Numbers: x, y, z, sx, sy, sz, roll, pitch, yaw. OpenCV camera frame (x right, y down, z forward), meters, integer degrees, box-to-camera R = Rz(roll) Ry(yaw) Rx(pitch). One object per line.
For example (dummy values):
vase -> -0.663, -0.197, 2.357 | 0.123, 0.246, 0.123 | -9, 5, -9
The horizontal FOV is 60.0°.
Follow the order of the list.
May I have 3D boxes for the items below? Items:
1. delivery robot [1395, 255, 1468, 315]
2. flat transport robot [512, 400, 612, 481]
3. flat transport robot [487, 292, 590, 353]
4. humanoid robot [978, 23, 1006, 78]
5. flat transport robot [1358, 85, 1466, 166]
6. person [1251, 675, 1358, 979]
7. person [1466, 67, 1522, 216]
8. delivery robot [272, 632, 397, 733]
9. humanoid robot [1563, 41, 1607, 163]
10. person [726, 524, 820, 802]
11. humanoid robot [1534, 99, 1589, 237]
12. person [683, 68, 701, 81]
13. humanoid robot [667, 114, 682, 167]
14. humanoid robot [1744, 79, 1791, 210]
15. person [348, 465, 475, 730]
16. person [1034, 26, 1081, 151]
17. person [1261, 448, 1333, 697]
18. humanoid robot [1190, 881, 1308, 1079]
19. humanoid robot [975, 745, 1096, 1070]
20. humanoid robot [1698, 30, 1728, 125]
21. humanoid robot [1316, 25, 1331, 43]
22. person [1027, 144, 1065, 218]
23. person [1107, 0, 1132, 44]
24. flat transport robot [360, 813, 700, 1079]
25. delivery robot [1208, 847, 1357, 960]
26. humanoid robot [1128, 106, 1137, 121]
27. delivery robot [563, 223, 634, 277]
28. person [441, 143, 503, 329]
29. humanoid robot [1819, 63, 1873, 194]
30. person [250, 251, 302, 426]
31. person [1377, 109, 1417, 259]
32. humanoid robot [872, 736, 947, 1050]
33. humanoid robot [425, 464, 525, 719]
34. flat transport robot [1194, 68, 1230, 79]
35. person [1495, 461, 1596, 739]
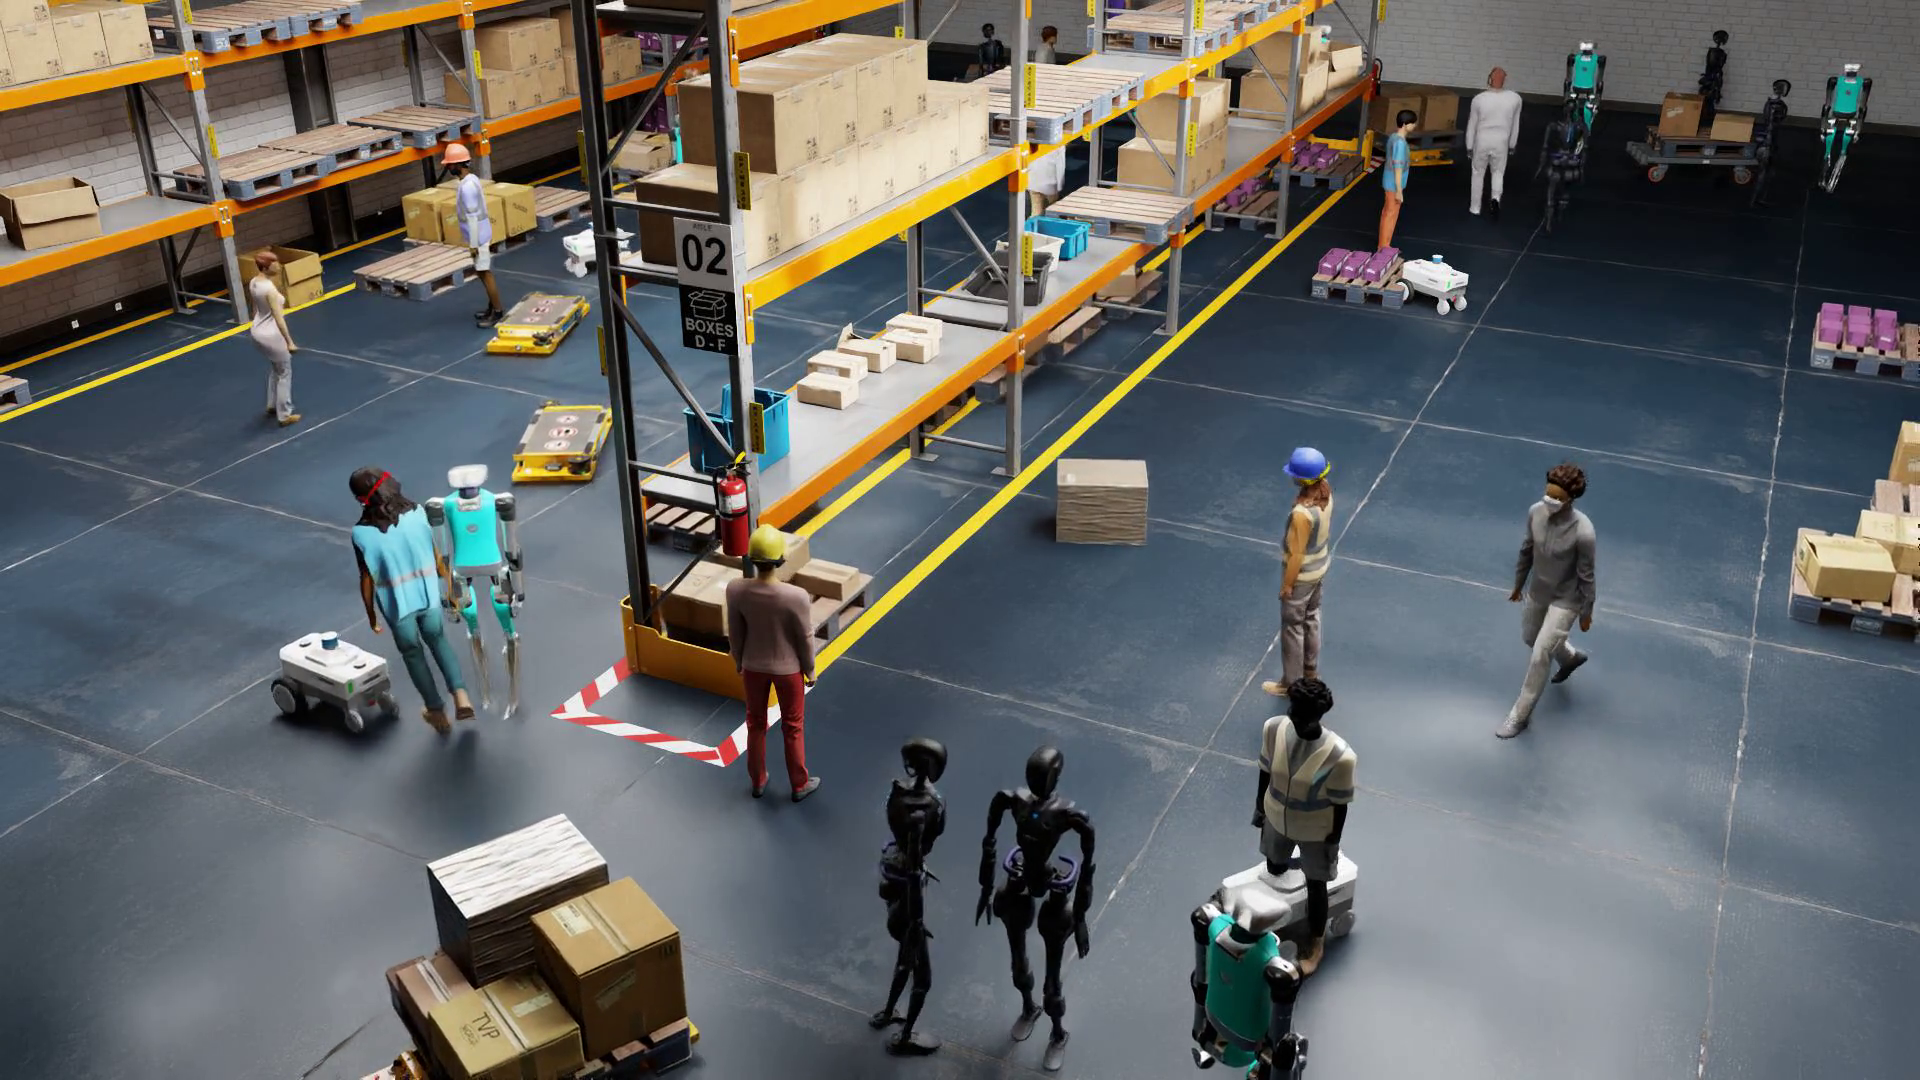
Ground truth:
delivery robot -> 5.153, -2.803, 18.135 | 0.499, 0.611, 0.809 | -16, 31, -29
flat transport robot -> -3.454, -0.874, 14.543 | 0.659, 0.231, 1.431 | -1, 26, -2
flat transport robot -> -4.386, -2.271, 17.365 | 0.659, 0.231, 1.431 | 2, 26, 5
humanoid robot -> 0.539, -7.037, 25.418 | 0.612, 1.644, 0.478 | -23, 35, -39
flat transport robot -> 6.575, -5.720, 24.333 | 0.659, 0.231, 1.431 | -6, 27, -12
person -> 1.699, 1.413, 8.321 | 0.534, 1.693, 0.319 | 22, 34, 37
person -> 6.732, -5.020, 21.086 | 0.661, 1.888, 0.600 | 4, 27, 7
delivery robot -> -4.026, 0.878, 10.703 | 0.816, 0.612, 0.499 | 15, 30, 28
humanoid robot -> 8.965, -6.315, 23.904 | 0.550, 1.771, 0.948 | 13, 29, 24
person -> -1.078, 0.721, 9.631 | 0.524, 1.772, 0.306 | 6, 27, 12
humanoid robot -> 7.423, -4.609, 20.533 | 0.599, 1.629, 0.734 | 3, 26, 6
person -> -3.465, -5.190, 21.525 | 0.921, 1.801, 0.597 | -5, 27, -9
humanoid robot -> -3.226, -3.955, 19.153 | 0.535, 1.829, 0.700 | 13, 29, 25
humanoid robot -> 10.496, -5.103, 21.490 | 0.395, 1.646, 0.601 | 16, 31, 29
person -> -3.362, 0.395, 10.206 | 0.565, 1.844, 0.490 | -19, 32, -33
person -> 1.369, -6.612, 24.420 | 0.917, 1.788, 0.542 | 5, 27, 10
person -> 2.214, 0.190, 10.725 | 0.312, 1.761, 0.589 | 14, 30, 26
humanoid robot -> 1.321, 2.088, 6.950 | 1.043, 1.750, 0.543 | -19, 32, -33
humanoid robot -> 0.338, 1.693, 7.771 | 0.585, 1.647, 0.445 | 10, 28, 19
humanoid robot -> 11.329, -6.792, 24.935 | 0.720, 1.632, 0.590 | 1, 26, 3
humanoid robot -> 5.069, -6.773, 24.870 | 0.800, 1.825, 0.563 | 8, 28, 16
person -> 1.028, -4.204, 19.619 | 0.581, 1.721, 0.626 | 15, 30, 28
person -> 2.728, -9.001, 29.102 | 0.558, 1.922, 0.437 | 16, 31, 30
flat transport robot -> -2.026, 2.430, 7.870 | 1.431, 0.231, 0.659 | -18, 32, -32
delivery robot -> 1.715, 1.865, 8.680 | 0.769, 0.587, 0.499 | -14, 30, -27
humanoid robot -> 2.673, -6.139, 23.528 | 0.557, 1.733, 1.036 | 21, 33, 36
delivery robot -> -4.206, -3.391, 19.287 | 0.766, 0.579, 0.499 | -17, 31, -31
person -> -5.076, -3.167, 17.325 | 0.434, 1.923, 0.550 | -8, 27, -16
humanoid robot -> 11.767, -5.458, 22.276 | 0.550, 1.911, 0.737 | 11, 29, 22
person -> -6.151, -1.823, 14.922 | 0.570, 1.632, 0.382 | 23, 34, 38
person -> 5.114, -4.163, 19.509 | 0.332, 1.759, 0.498 | 3, 26, 6
humanoid robot -> -0.250, 1.656, 7.865 | 0.404, 1.642, 0.611 | -1, 26, -1
humanoid robot -> -3.012, 0.299, 10.550 | 0.530, 1.825, 0.641 | -5, 27, -10
flat transport robot -> 3.695, -7.441, 27.809 | 1.431, 0.231, 0.659 | 21, 33, 36
person -> 3.759, 0.311, 10.367 | 0.858, 1.861, 0.560 | -15, 30, -27
